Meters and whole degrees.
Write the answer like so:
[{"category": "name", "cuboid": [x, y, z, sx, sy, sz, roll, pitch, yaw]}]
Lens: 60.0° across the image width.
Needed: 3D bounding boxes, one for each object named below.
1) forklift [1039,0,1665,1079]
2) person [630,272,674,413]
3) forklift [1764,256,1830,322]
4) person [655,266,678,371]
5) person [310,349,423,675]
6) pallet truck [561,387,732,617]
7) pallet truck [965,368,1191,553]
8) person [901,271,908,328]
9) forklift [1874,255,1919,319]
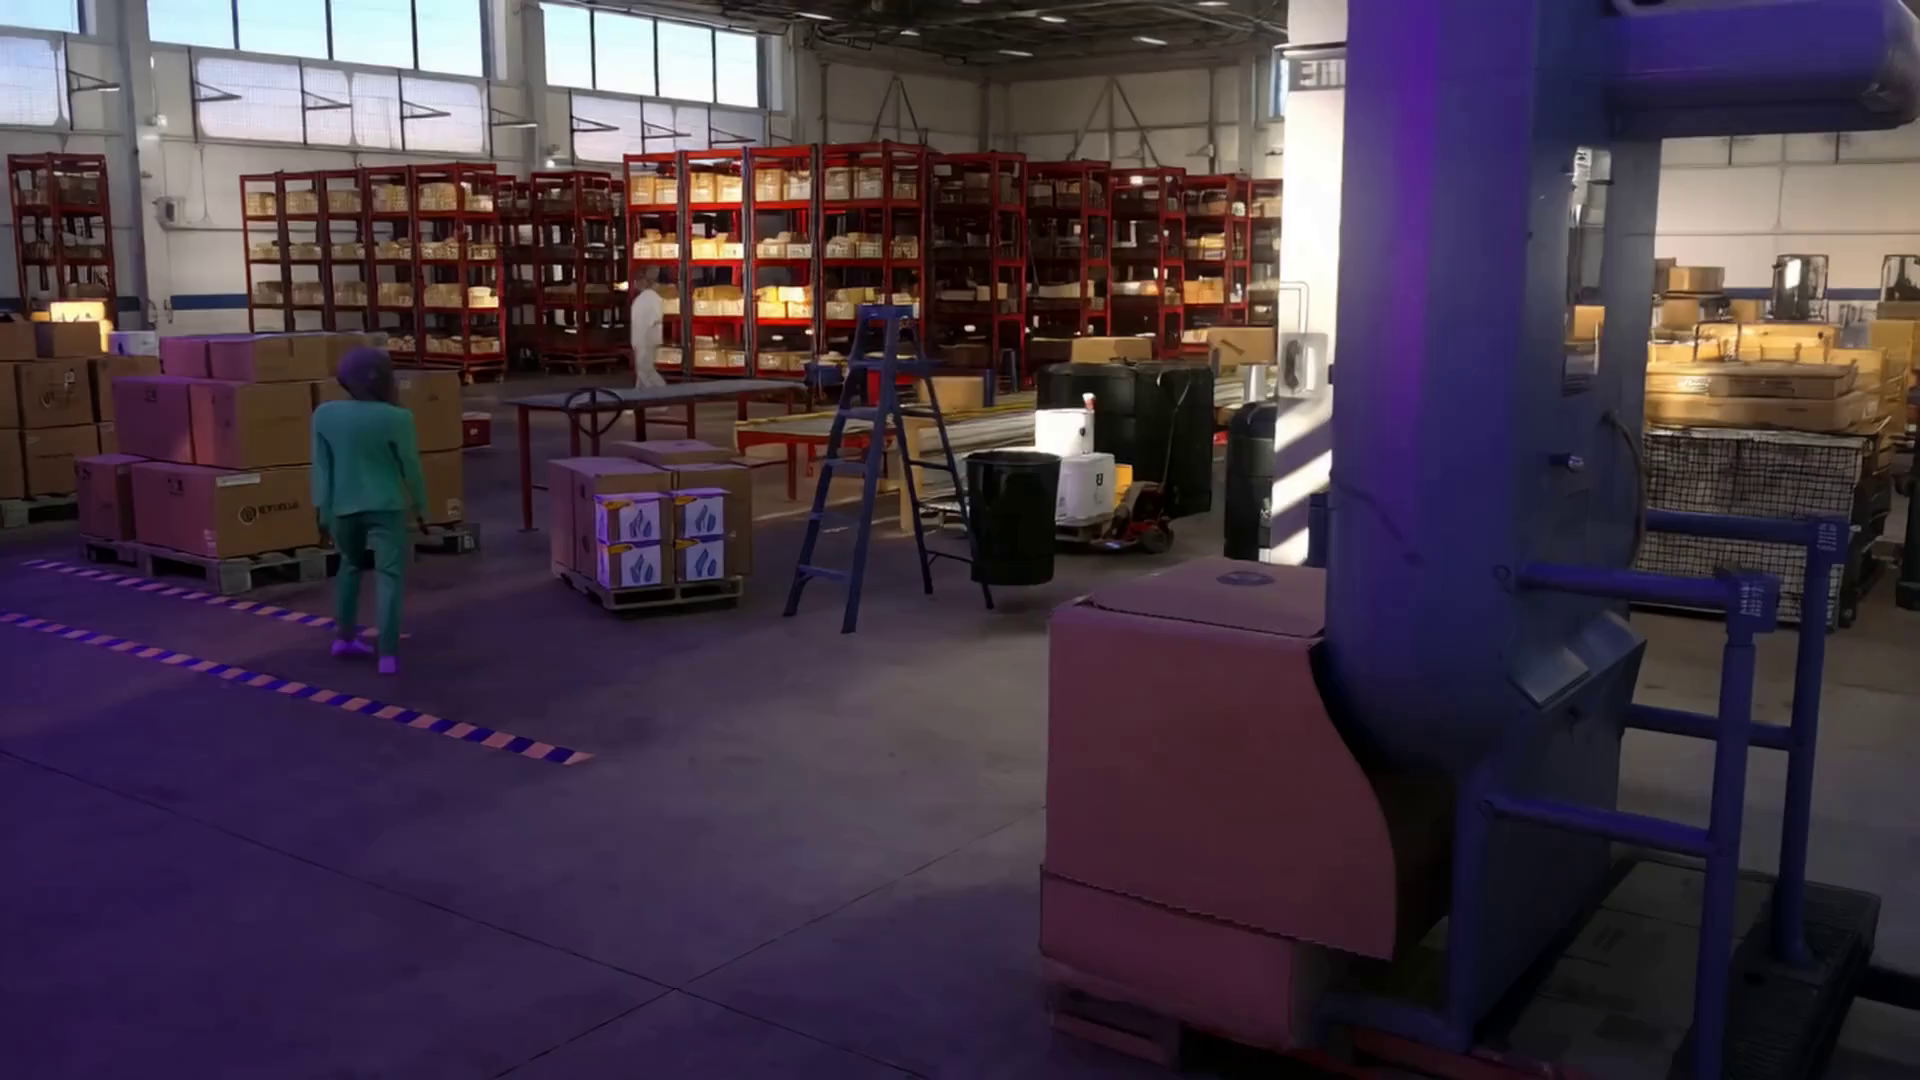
[{"category": "forklift", "cuboid": [1.249, -0.137, 4.360, 1.873, 2.768, 1.129, 7, 12, 35]}, {"category": "person", "cuboid": [-4.122, -2.619, 22.133, 0.857, 1.881, 0.651, 3, 10, 20]}, {"category": "forklift", "cuboid": [20.253, -5.854, 40.139, 1.157, 1.987, 2.680, 7, 12, 35]}, {"category": "person", "cuboid": [-5.389, -4.096, 30.568, 0.395, 1.994, 0.612, -5, 11, -28]}, {"category": "person", "cuboid": [-2.914, -0.140, 8.201, 0.553, 1.590, 0.602, 0, 10, -2]}, {"category": "pallet truck", "cuboid": [-1.981, -0.274, 10.088, 0.680, 1.201, 1.601, -5, 11, -28]}, {"category": "pallet truck", "cuboid": [0.845, -0.609, 11.869, 1.630, 1.274, 0.653, 7, 12, 35]}, {"category": "person", "cuboid": [-1.268, -4.562, 33.855, 0.575, 1.826, 0.479, 8, 12, 40]}, {"category": "forklift", "cuboid": [22.089, -5.634, 38.796, 1.157, 1.987, 2.680, 6, 11, 33]}]
